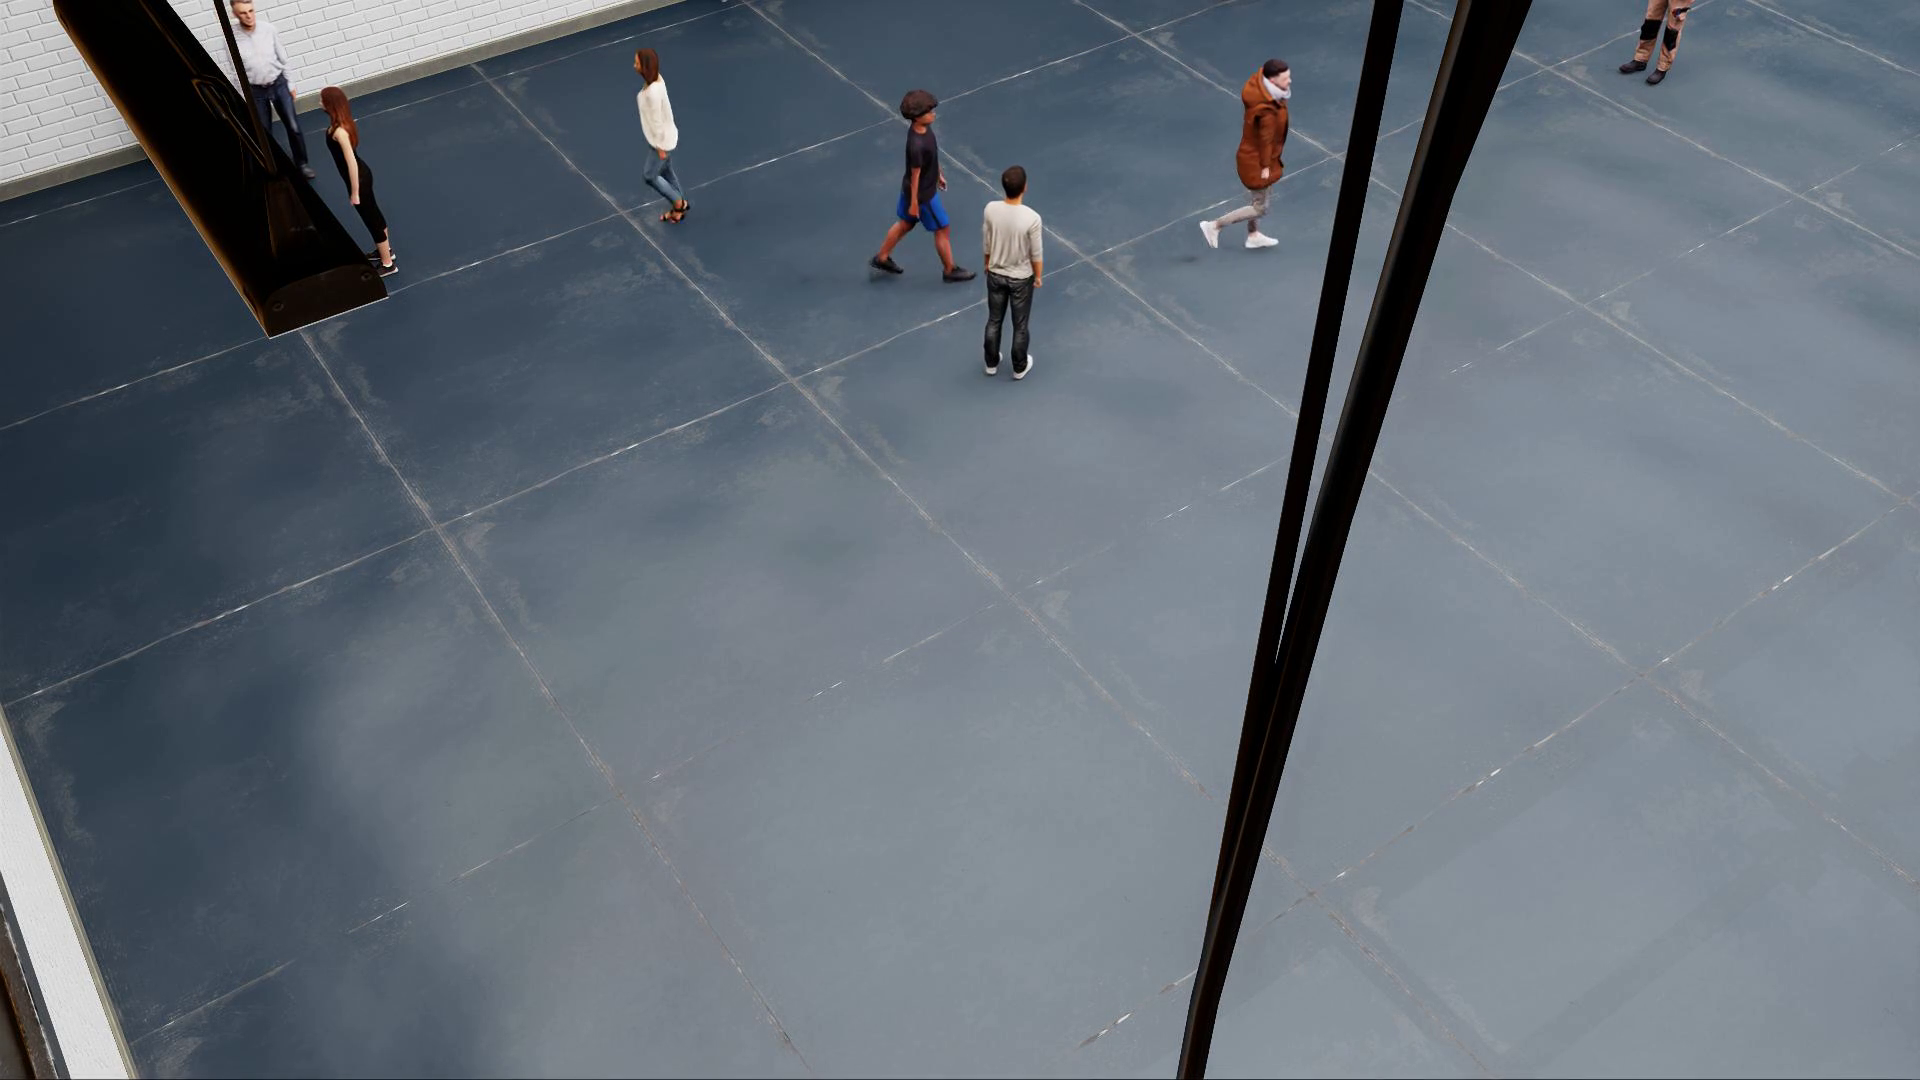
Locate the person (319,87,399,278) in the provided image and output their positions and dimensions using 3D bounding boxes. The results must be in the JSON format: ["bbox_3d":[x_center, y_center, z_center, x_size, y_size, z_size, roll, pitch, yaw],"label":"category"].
[{"bbox_3d":[-5.011,-2.996,13.863,0.632,1.726,0.637,-10,44,-10],"label":"person"}]

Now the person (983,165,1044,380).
[{"bbox_3d":[0.387,-2.048,12.809,0.719,1.807,0.731,16,46,16],"label":"person"}]

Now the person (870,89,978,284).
[{"bbox_3d":[-0.410,-2.897,13.734,1.204,1.761,1.016,-1,44,-1],"label":"person"}]

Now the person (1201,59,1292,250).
[{"bbox_3d":[2.432,-3.194,14.004,1.101,1.818,0.992,-2,44,-2],"label":"person"}]

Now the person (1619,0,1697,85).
[{"bbox_3d":[7.010,-5.434,16.278,0.594,1.925,0.710,-29,51,-27],"label":"person"}]

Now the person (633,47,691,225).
[{"bbox_3d":[-2.511,-3.479,14.411,0.743,1.669,0.739,-7,44,-7],"label":"person"}]

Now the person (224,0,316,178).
[{"bbox_3d":[-6.229,-4.067,14.922,0.529,1.816,0.729,-20,47,-20],"label":"person"}]
